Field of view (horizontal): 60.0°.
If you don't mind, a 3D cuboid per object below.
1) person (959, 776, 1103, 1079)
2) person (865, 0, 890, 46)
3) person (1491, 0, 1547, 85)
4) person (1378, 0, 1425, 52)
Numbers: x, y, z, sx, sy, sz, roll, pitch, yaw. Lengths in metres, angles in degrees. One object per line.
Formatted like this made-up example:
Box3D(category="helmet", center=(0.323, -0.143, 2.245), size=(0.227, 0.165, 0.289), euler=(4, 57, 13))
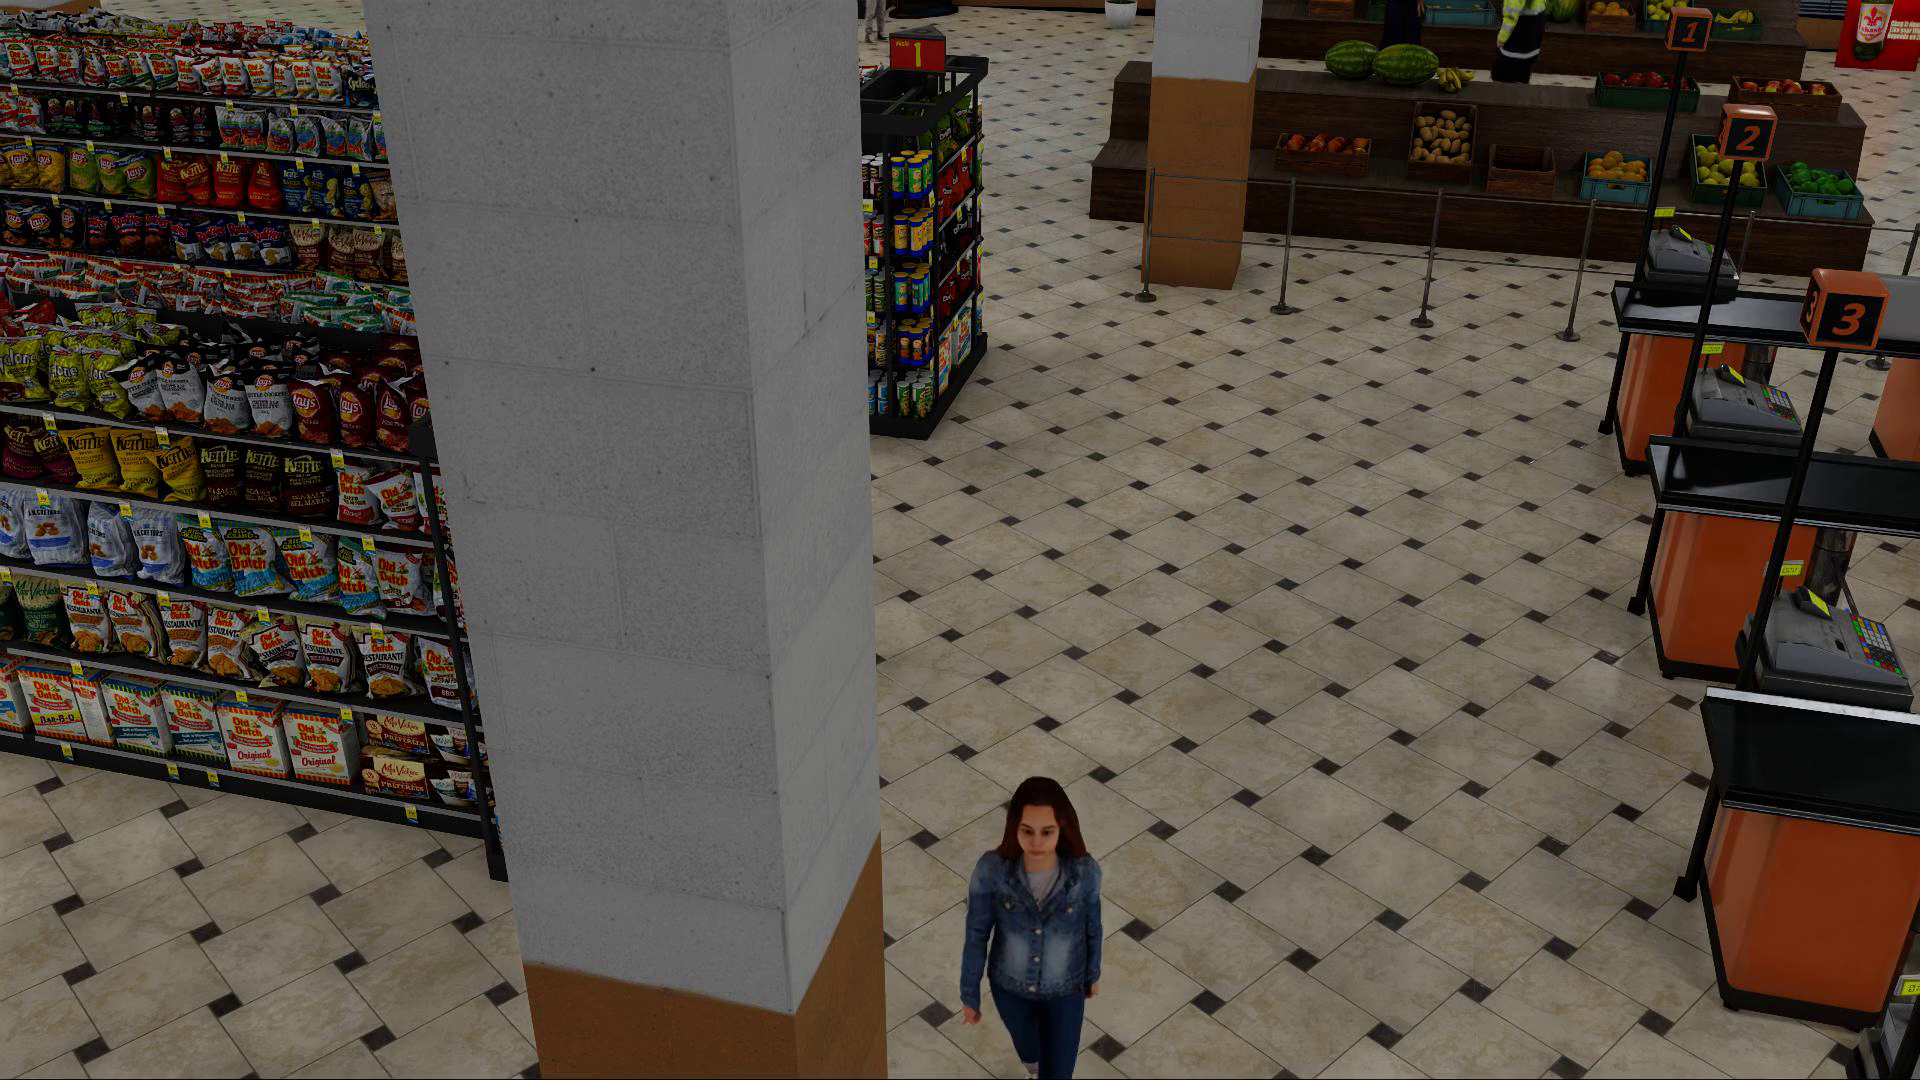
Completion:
Box3D(category="person", center=(0.238, 1.321, 5.187), size=(0.953, 1.444, 0.758), euler=(2, 29, 3))
Box3D(category="person", center=(-1.003, -6.610, 19.857), size=(0.547, 1.306, 0.585), euler=(-23, 36, -36))
Box3D(category="person", center=(5.483, -4.863, 15.972), size=(0.750, 1.964, 0.825), euler=(12, 31, 21))
Box3D(category="person", center=(4.167, -4.603, 15.918), size=(0.719, 1.559, 0.730), euler=(15, 32, 25))
